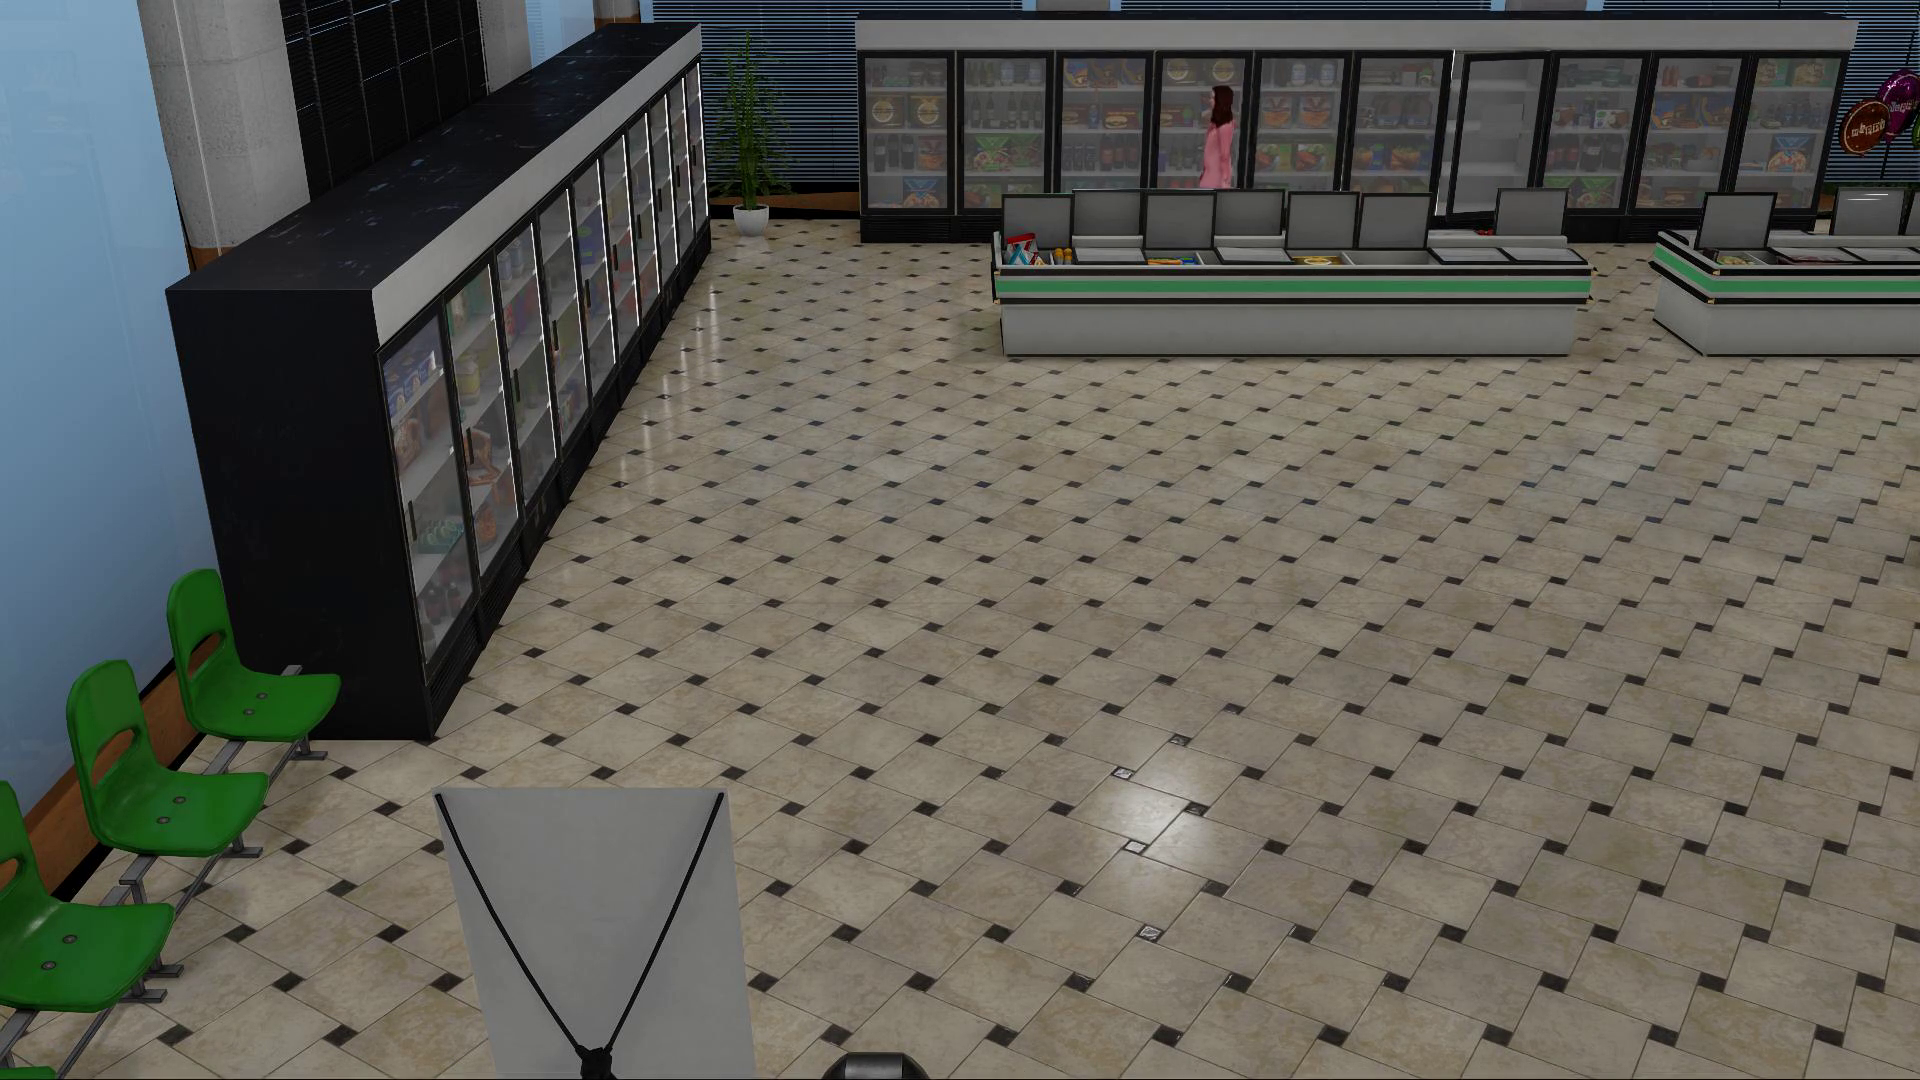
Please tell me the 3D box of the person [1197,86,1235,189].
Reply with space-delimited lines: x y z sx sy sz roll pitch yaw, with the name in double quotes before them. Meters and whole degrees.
"person" 2.648 -3.621 16.637 1.101 1.765 0.687 2 24 5
